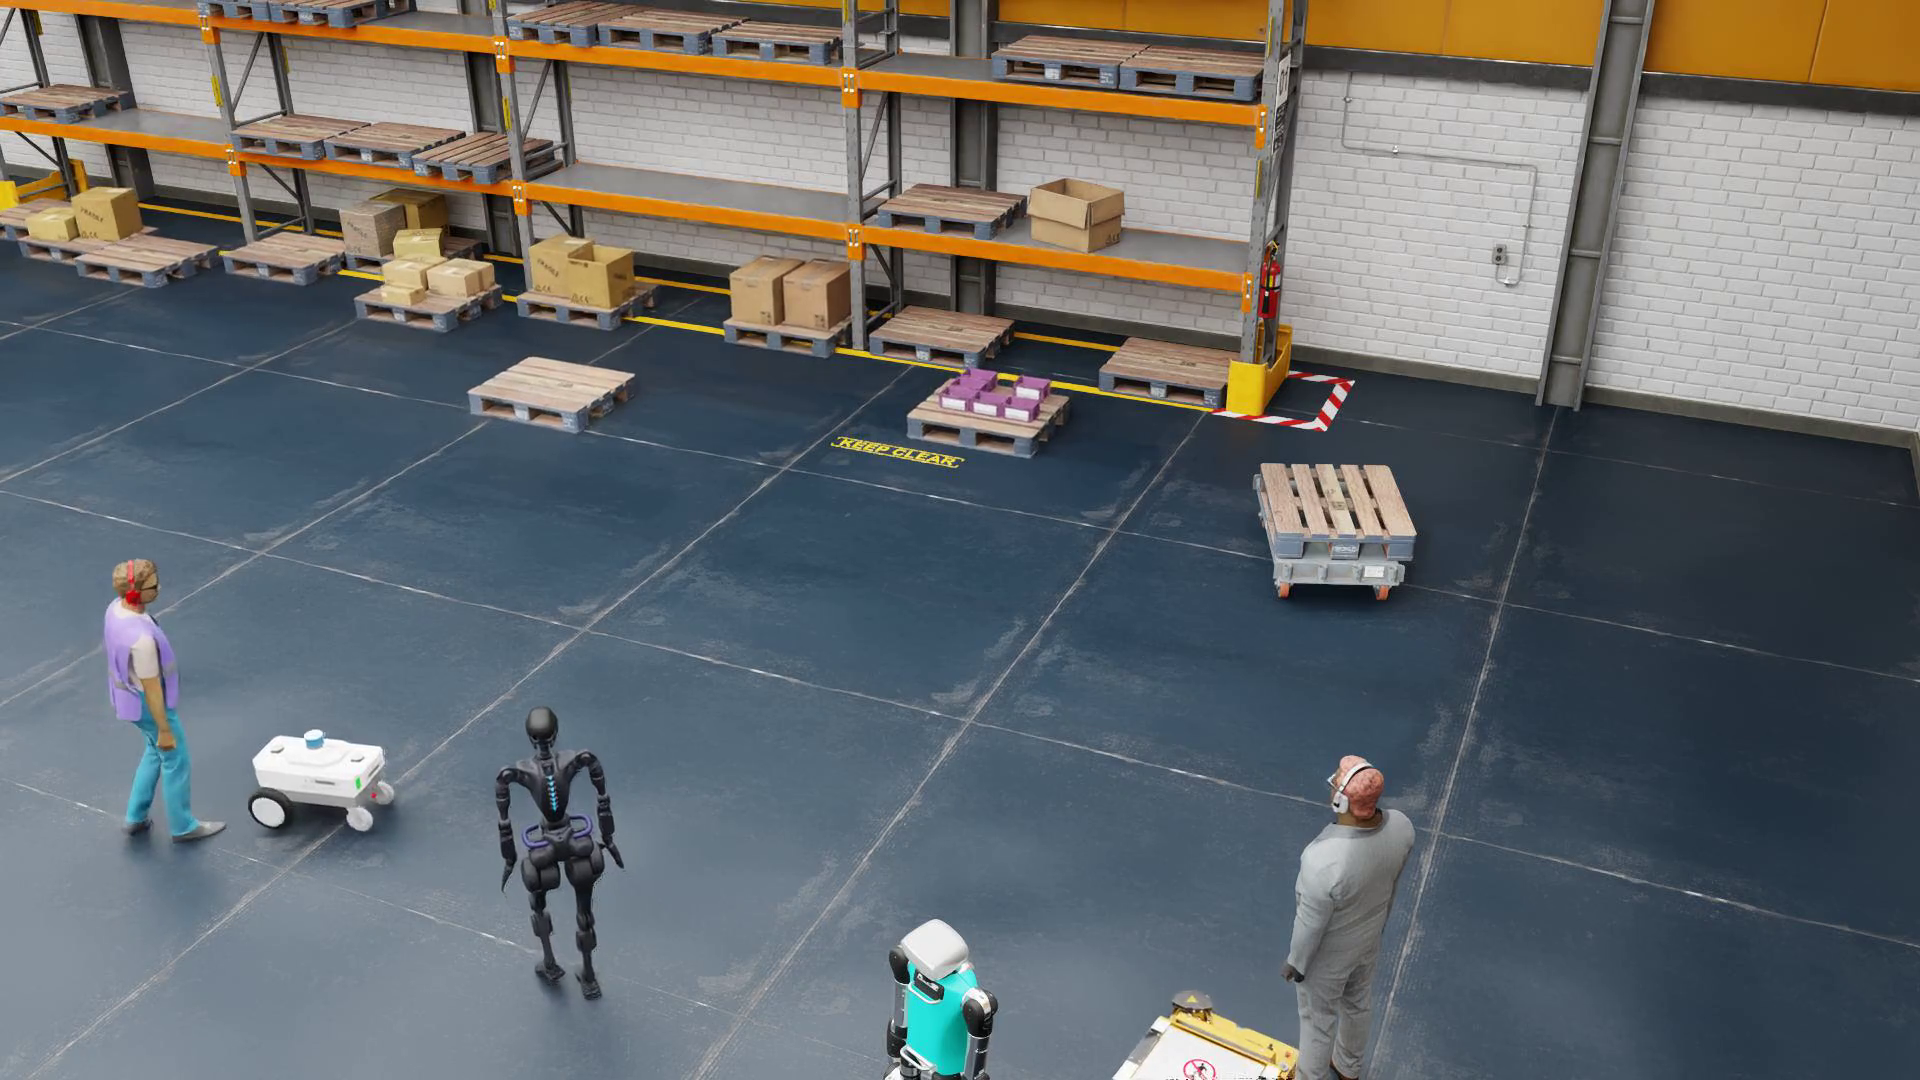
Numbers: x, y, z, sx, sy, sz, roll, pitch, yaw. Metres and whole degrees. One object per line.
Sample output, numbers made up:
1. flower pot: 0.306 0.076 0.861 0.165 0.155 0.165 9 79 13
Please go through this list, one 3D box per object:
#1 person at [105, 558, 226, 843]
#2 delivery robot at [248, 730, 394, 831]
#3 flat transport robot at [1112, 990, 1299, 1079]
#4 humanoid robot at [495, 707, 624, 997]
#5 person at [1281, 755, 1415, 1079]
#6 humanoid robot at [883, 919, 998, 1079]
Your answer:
1. person: -4.616 0.955 9.395 0.538 1.825 0.586 -19 33 -32
2. delivery robot: -3.795 1.402 9.892 0.772 0.586 0.499 5 28 9
3. flat transport robot: 1.011 2.685 7.726 0.659 0.231 1.431 16 31 29
4. humanoid robot: -2.019 1.561 8.373 0.616 1.643 0.431 -11 29 -20
5. person: 1.725 1.810 7.638 0.642 1.908 0.414 -19 33 -32
6. humanoid robot: -0.242 2.344 6.640 0.735 1.677 0.533 -24 36 -38
